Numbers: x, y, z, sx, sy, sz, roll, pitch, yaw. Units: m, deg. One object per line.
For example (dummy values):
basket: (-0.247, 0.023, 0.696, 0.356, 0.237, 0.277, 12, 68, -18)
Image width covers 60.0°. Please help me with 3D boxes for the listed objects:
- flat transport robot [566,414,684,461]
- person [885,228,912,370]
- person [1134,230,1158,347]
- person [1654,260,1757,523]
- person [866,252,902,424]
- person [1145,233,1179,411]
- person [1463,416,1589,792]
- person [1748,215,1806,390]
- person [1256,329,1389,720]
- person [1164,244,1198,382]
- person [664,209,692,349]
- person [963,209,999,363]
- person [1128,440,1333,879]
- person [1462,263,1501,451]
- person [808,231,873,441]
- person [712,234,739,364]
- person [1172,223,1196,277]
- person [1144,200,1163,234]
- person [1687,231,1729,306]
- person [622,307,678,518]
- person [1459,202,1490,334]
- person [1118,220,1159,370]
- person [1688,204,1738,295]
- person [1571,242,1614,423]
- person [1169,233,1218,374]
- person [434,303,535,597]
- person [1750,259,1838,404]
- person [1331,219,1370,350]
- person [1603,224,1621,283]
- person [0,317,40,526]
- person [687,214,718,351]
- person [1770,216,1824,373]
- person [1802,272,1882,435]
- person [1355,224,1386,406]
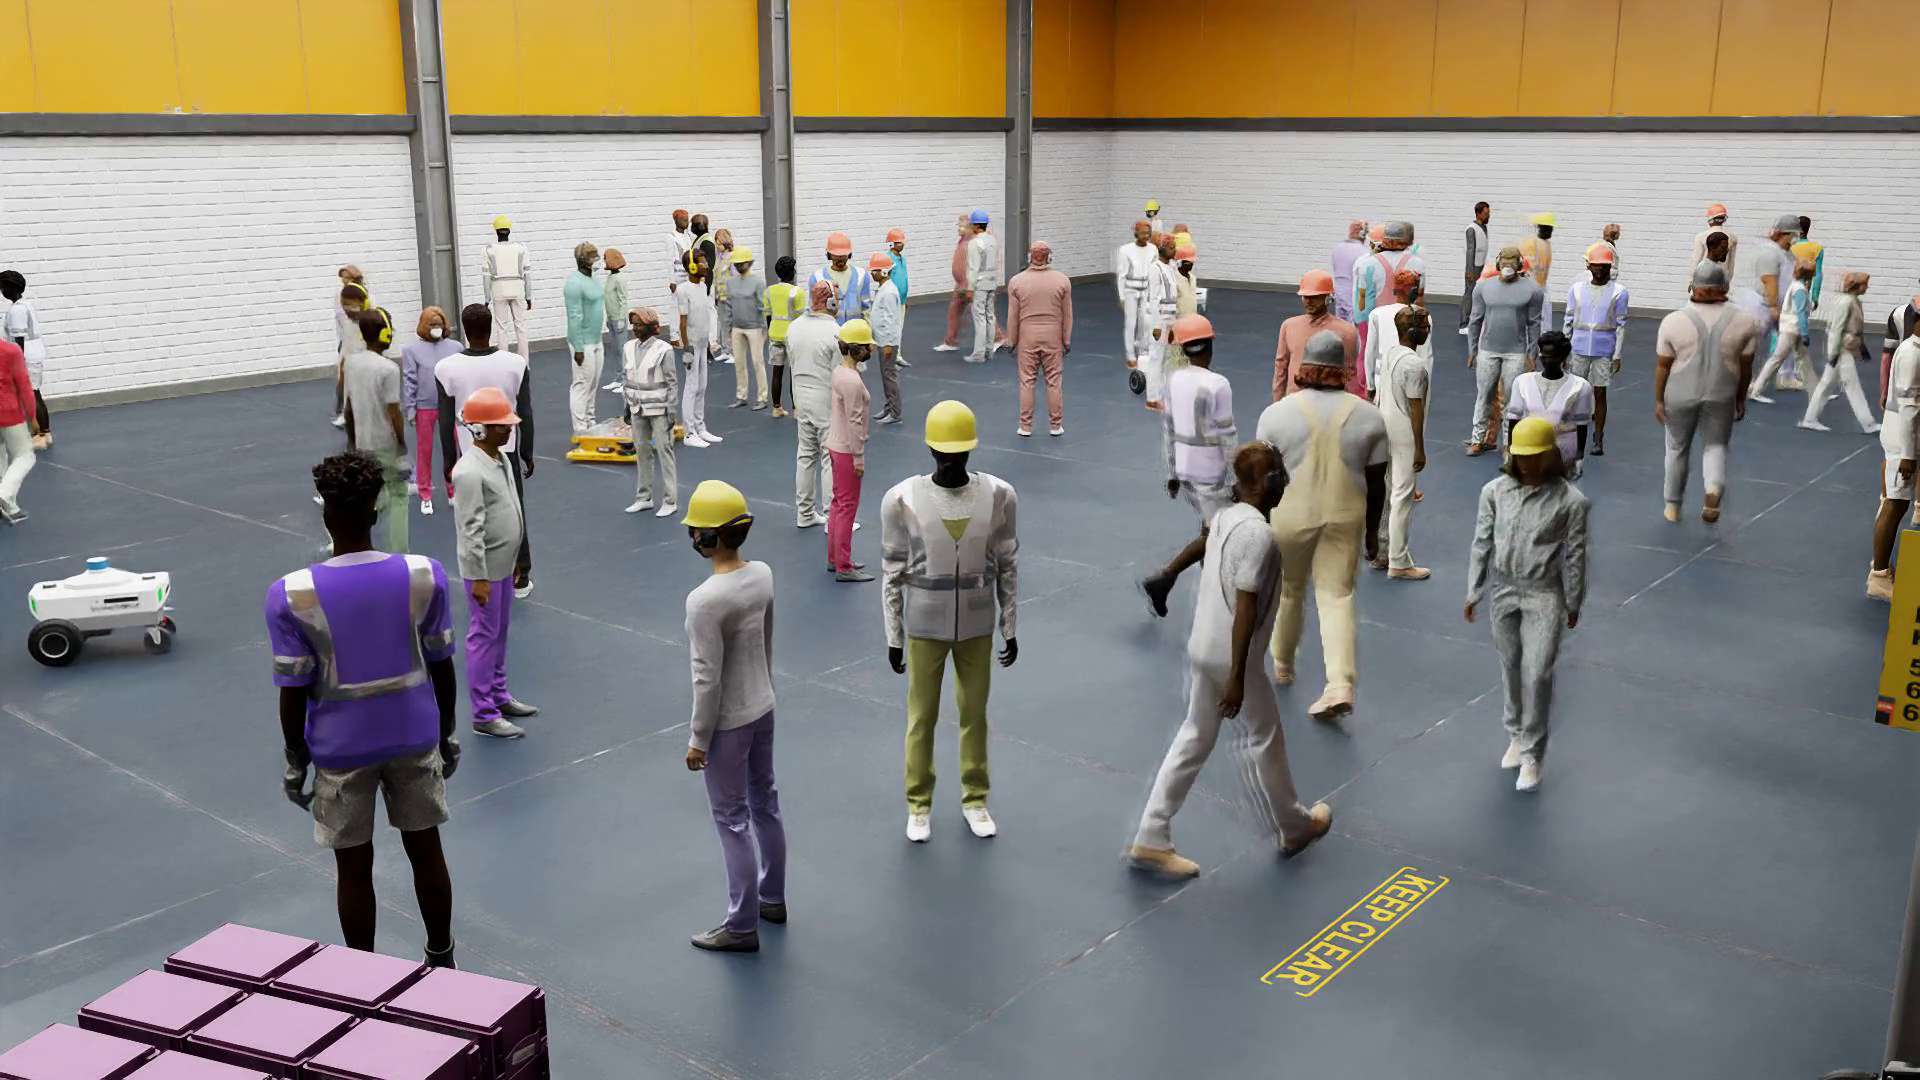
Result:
flat transport robot: (-3.127, -0.968, 15.629, 0.652, 0.197, 1.431, 2, 14, 9)
person: (-0.796, -3.015, 20.802, 0.329, 1.751, 0.572, 6, 15, 23)
person: (2.584, -3.418, 22.720, 0.562, 1.617, 0.524, -8, 16, -30)
person: (5.607, -1.109, 12.607, 0.697, 2.000, 0.680, 4, 15, 17)
person: (-0.785, -2.063, 17.028, 0.353, 1.742, 0.564, -3, 14, -11)
person: (2.166, -2.328, 17.797, 0.355, 1.883, 0.575, 5, 15, 20)
person: (2.582, 0.284, 7.681, 0.494, 1.718, 0.688, 11, 18, 37)
person: (9.389, -2.711, 19.009, 0.701, 2.000, 0.861, -11, 18, -37)
person: (1.878, -0.126, 8.678, 0.686, 2.000, 1.046, 1, 14, 4)
person: (2.413, -2.328, 18.058, 0.330, 1.750, 0.573, 11, 18, 37)
person: (-3.820, -3.578, 22.789, 0.337, 1.882, 0.583, 5, 15, 20)
person: (0.269, -3.257, 21.379, 0.391, 1.948, 0.605, 8, 16, 28)
person: (1.136, 0.495, 6.740, 0.954, 1.771, 0.581, -4, 15, -17)
person: (4.944, -1.708, 15.583, 0.331, 1.749, 0.563, 2, 14, 9)
person: (-1.132, -1.935, 15.945, 0.615, 2.028, 0.409, -5, 15, -19)
person: (-2.991, -3.091, 21.338, 0.306, 1.639, 0.523, -10, 17, -35)
person: (3.166, -3.787, 24.146, 0.511, 1.620, 0.526, 10, 17, 36)
person: (3.241, -4.833, 28.062, 0.334, 1.761, 0.528, -5, 15, -19)
person: (7.939, -2.328, 17.753, 0.385, 1.912, 0.592, 10, 17, 34)
person: (-2.415, -0.995, 12.965, 0.523, 1.638, 0.311, 8, 16, 30)
person: (7.510, -3.965, 24.267, 0.374, 1.917, 0.597, 10, 17, 34)
person: (2.222, -3.020, 20.615, 0.612, 1.859, 0.616, -3, 14, -12)
person: (10.003, -3.471, 22.167, 0.608, 1.987, 0.400, -2, 14, -10)
person: (6.494, -2.133, 17.118, 0.403, 1.835, 0.588, -2, 14, -8)
person: (2.597, -2.613, 19.106, 0.854, 1.792, 0.613, 2, 14, 10)
person: (-3.014, -0.549, 10.628, 0.589, 1.915, 0.393, -5, 15, -21)
person: (9.111, -2.249, 18.063, 0.881, 1.583, 0.542, 7, 15, 24)
person: (4.765, -2.925, 20.171, 0.400, 1.896, 0.650, -7, 16, -26)
person: (9.163, -3.647, 23.561, 0.307, 1.639, 0.524, 6, 15, 22)
person: (-7.284, -0.945, 12.552, 0.578, 1.738, 0.540, 0, 14, 0)
person: (-3.464, -3.461, 22.411, 0.430, 1.845, 0.622, -4, 15, -17)
person: (10.255, -3.016, 20.475, 0.597, 1.916, 0.372, 9, 17, 33)
person: (8.808, -1.826, 16.365, 0.854, 1.597, 0.518, 10, 17, 34)
person: (4.380, -2.333, 17.609, 0.407, 1.987, 0.615, 4, 15, 16)
